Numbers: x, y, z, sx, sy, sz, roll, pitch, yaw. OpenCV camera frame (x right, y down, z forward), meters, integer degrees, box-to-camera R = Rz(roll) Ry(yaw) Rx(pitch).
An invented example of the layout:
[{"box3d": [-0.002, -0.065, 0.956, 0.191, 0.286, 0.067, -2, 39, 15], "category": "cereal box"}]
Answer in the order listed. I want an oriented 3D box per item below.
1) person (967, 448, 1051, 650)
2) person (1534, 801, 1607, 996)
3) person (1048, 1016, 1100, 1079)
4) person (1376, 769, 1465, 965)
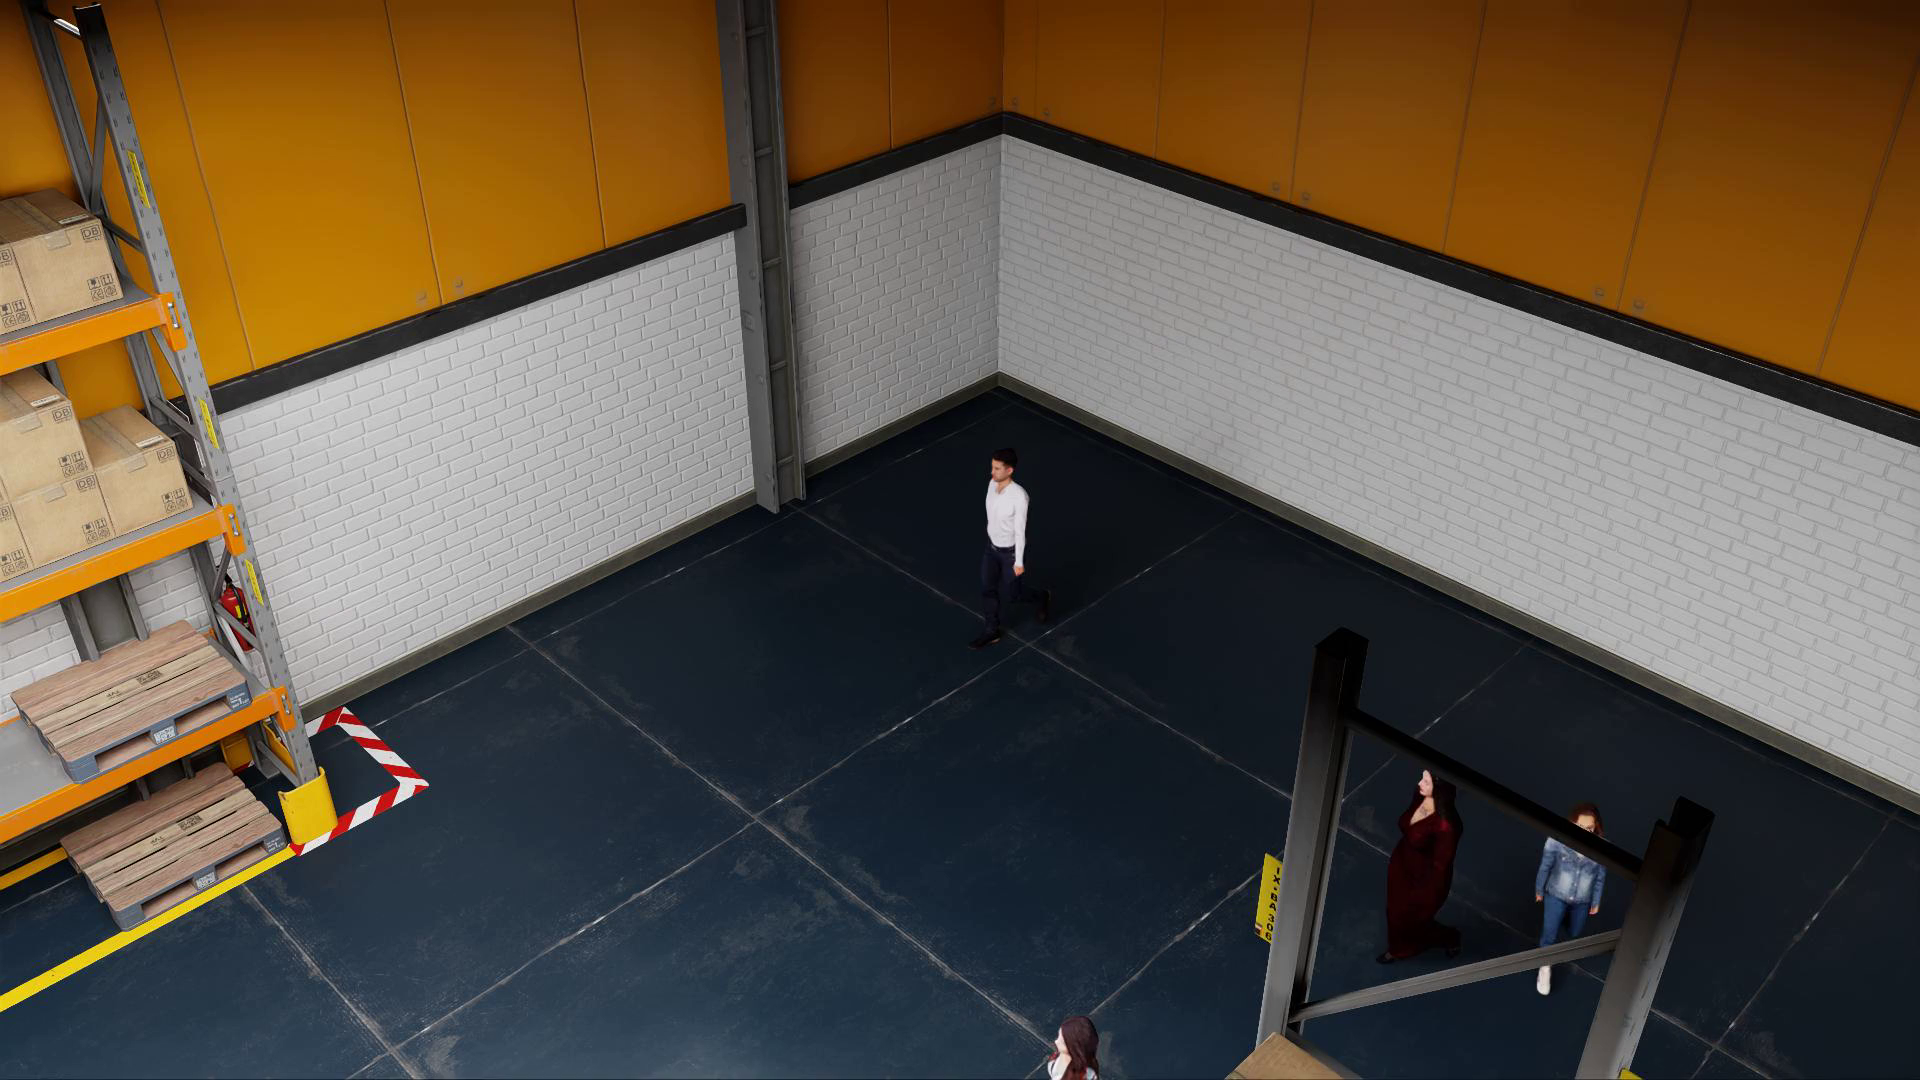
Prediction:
[{"box3d": [0.448, 0.055, 13.742, 1.082, 1.839, 0.712, -23, 40, -30], "category": "person"}, {"box3d": [3.944, 2.243, 10.786, 0.821, 1.467, 0.924, 6, 34, 9], "category": "person"}, {"box3d": [0.696, 3.202, 9.220, 0.773, 1.604, 0.714, -1, 34, -1], "category": "person"}, {"box3d": [3.056, 2.131, 10.710, 0.940, 1.739, 0.867, -7, 34, -10], "category": "person"}]
